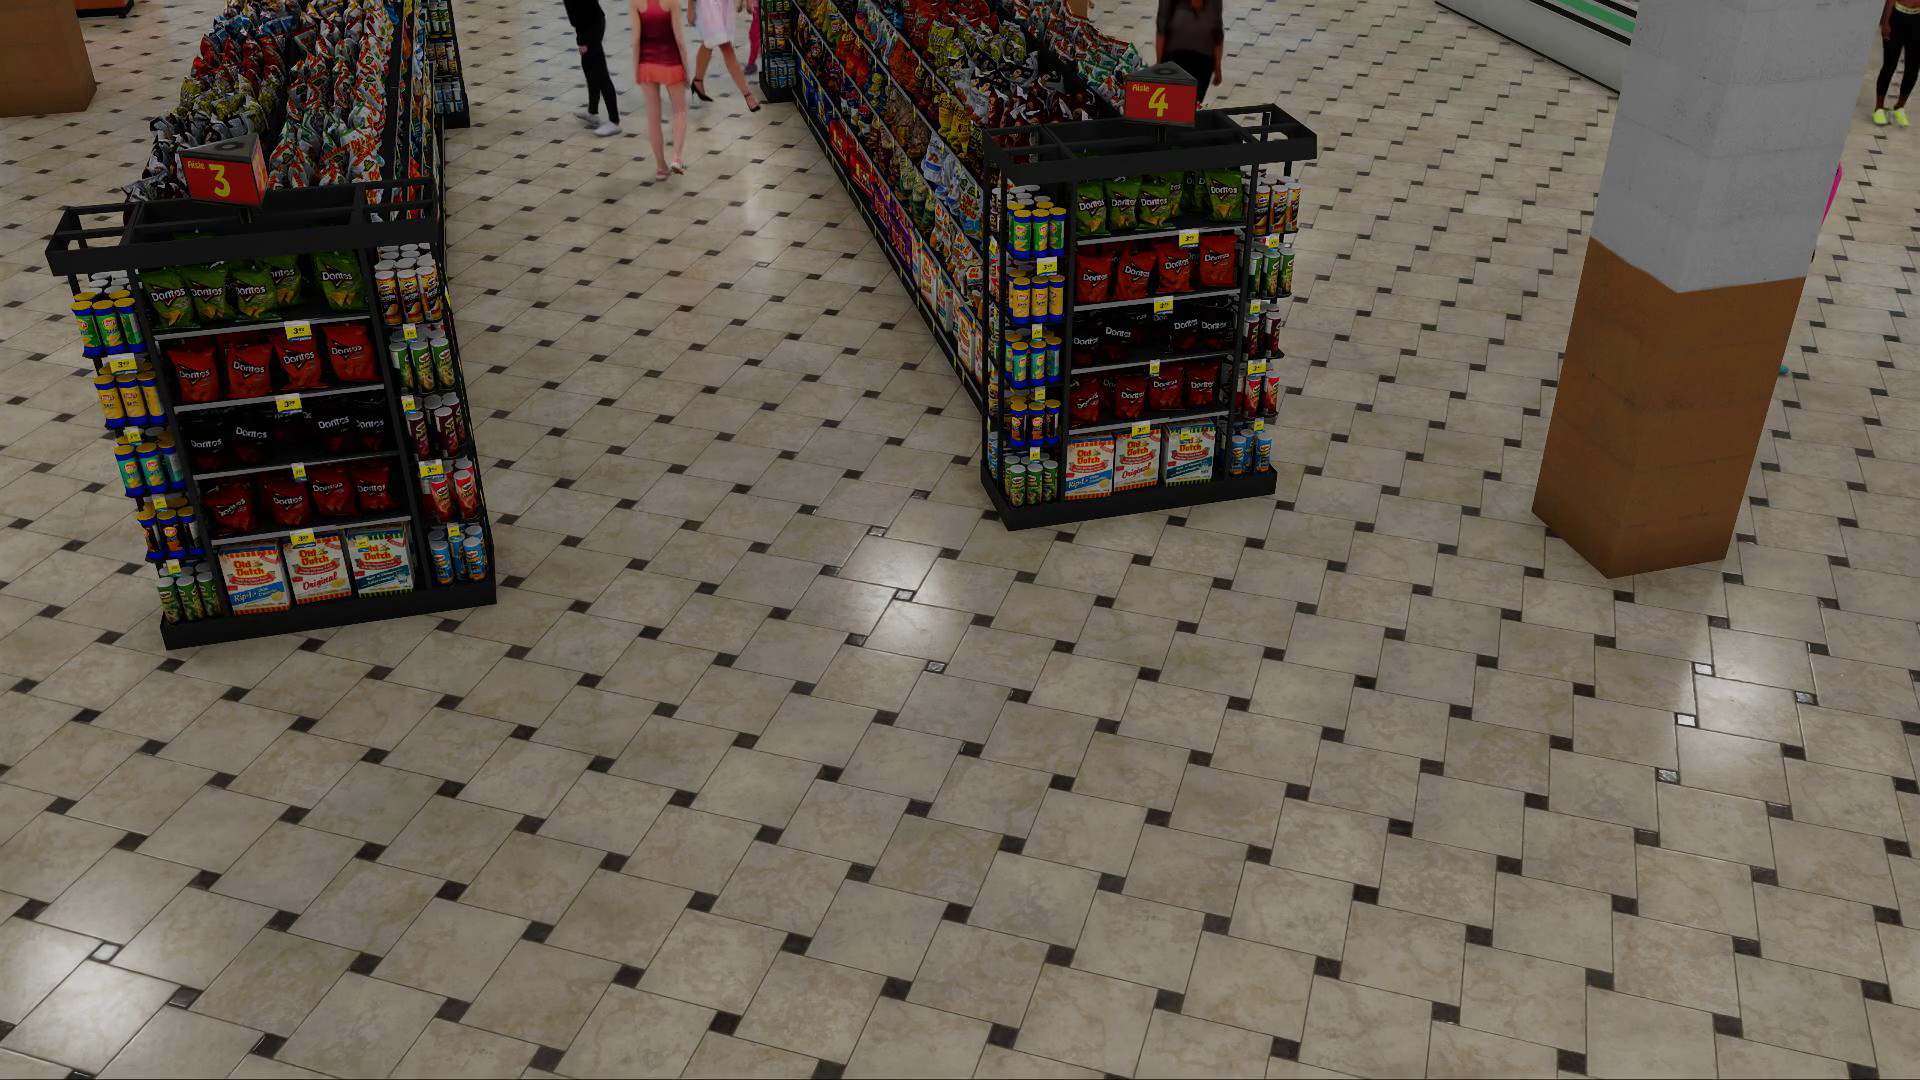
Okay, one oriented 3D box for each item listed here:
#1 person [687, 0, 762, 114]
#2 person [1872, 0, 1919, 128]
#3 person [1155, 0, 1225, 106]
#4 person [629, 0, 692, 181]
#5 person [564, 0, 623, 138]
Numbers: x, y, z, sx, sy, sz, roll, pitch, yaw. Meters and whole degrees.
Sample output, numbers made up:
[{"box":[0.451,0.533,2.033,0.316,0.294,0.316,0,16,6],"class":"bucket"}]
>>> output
[{"box":[-2.187,-4.562,14.361,1.306,1.749,1.089,26,40,35],"class":"person"},{"box":[7.995,-4.404,14.128,0.705,1.727,0.741,7,33,11],"class":"person"},{"box":[1.735,-3.652,12.838,0.732,1.813,1.004,-4,32,-7],"class":"person"},{"box":[-2.327,-3.605,12.834,0.668,1.738,0.779,-3,32,-5],"class":"person"},{"box":[-3.059,-4.249,13.925,0.837,1.678,0.742,-3,32,-5],"class":"person"}]
